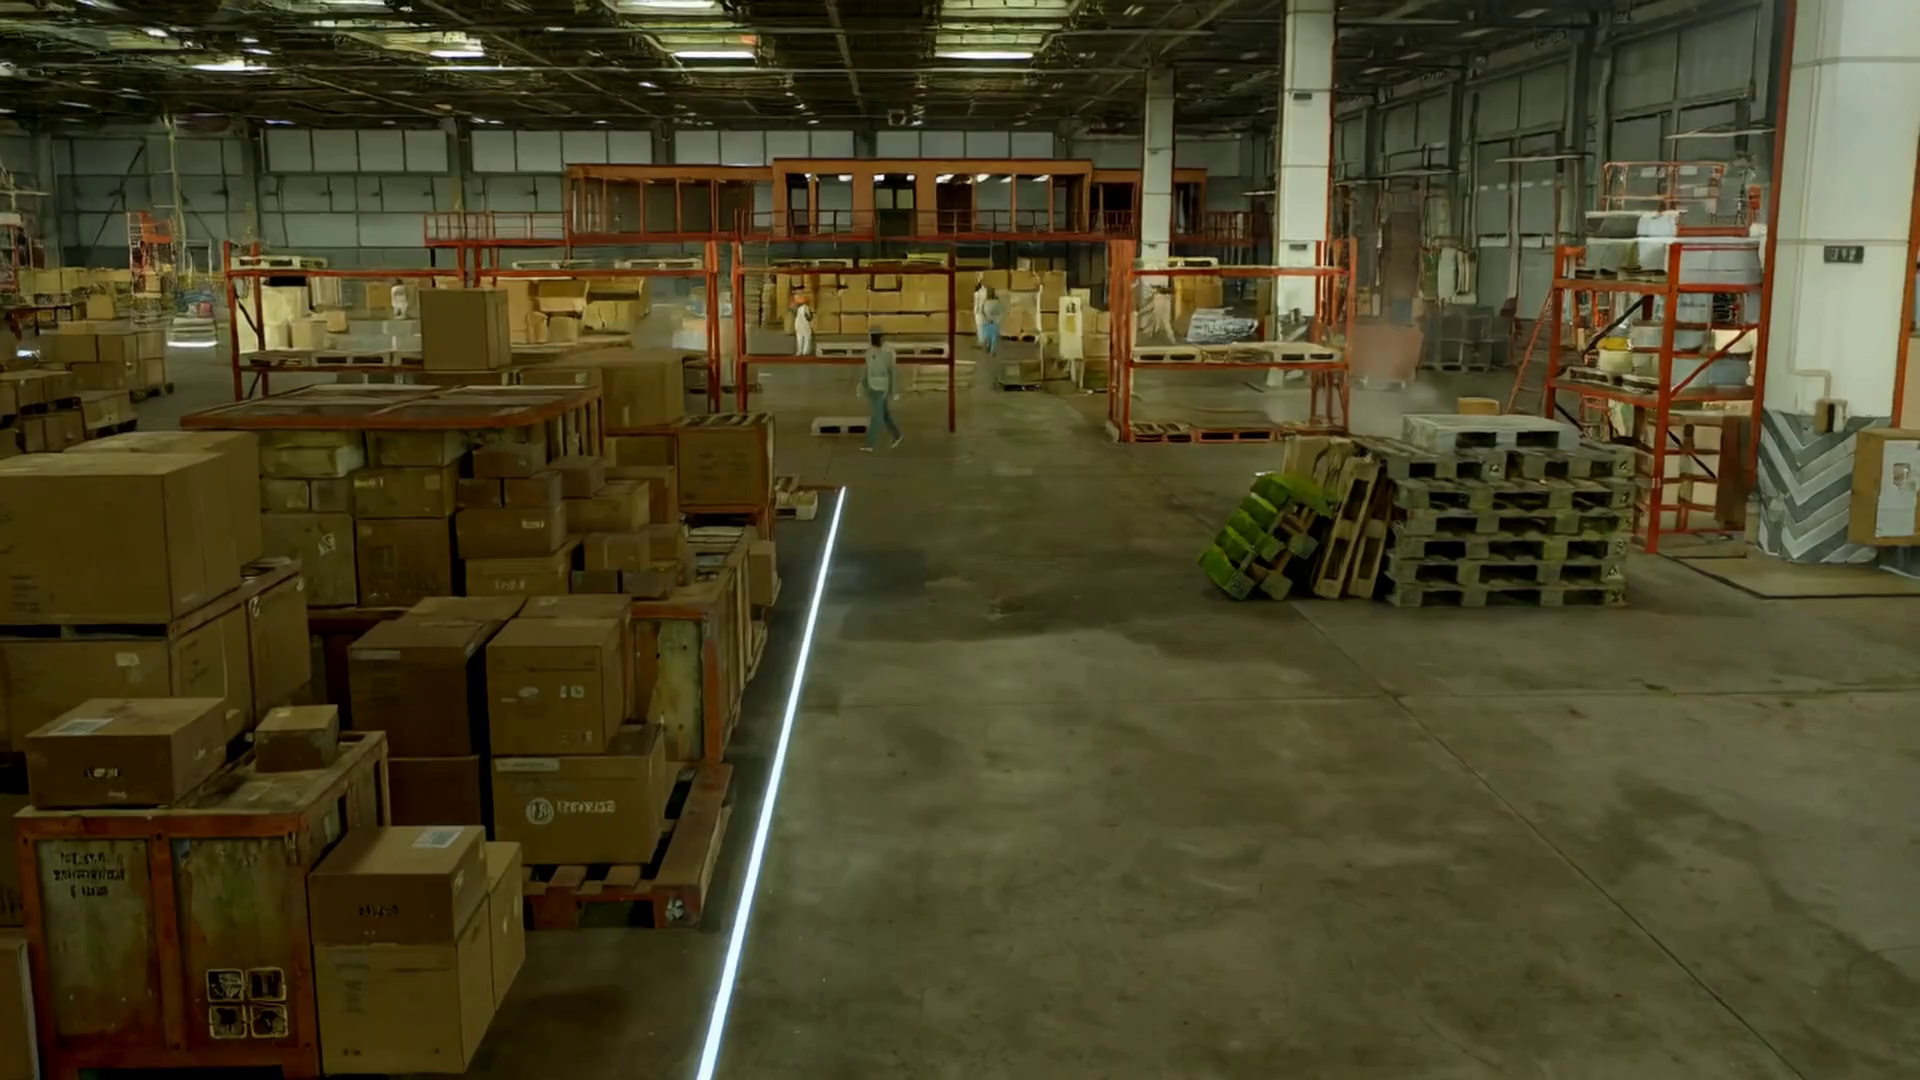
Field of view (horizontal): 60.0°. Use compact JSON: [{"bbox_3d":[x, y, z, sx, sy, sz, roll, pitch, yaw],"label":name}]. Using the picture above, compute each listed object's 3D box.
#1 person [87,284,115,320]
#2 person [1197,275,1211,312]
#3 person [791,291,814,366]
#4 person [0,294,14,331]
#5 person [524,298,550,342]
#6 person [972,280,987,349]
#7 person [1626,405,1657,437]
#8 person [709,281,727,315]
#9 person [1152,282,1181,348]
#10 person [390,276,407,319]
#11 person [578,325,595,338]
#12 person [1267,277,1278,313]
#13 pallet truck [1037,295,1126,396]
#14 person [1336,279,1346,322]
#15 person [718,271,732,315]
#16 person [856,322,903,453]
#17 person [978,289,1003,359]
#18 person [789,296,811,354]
[{"bbox_3d":[-21.332,-5.365,41.332,0.611,1.996,0.387,-5,11,-28],"label":"person"},{"bbox_3d":[10.456,-10.761,71.429,0.613,1.986,0.409,4,11,19],"label":"person"},{"bbox_3d":[-3.840,-5.138,40.538,0.548,1.823,0.466,1,10,4],"label":"person"},{"bbox_3d":[-21.441,-4.583,37.350,0.508,1.864,0.329,1,10,3],"label":"person"},{"bbox_3d":[-8.785,-4.091,34.583,0.520,1.873,0.335,-1,10,-8],"label":"person"},{"bbox_3d":[0.551,-6.420,47.373,0.372,1.940,0.630,4,11,23],"label":"person"},{"bbox_3d":[8.719,-1.656,20.959,0.540,1.908,0.956,-3,11,-17],"label":"person"},{"bbox_3d":[-6.810,-6.299,46.685,0.545,1.942,0.349,-2,10,-9],"label":"person"},{"bbox_3d":[5.728,-6.234,46.440,0.638,1.892,0.999,-10,14,-44],"label":"person"},{"bbox_3d":[-18.097,-7.541,53.615,0.543,1.939,0.360,-8,13,-38],"label":"person"},{"bbox_3d":[-5.049,-1.944,22.489,0.587,1.920,0.391,9,14,42],"label":"person"},{"bbox_3d":[12.689,-9.965,67.164,0.597,1.916,0.504,-2,10,-9],"label":"person"},{"bbox_3d":[2.483,-3.881,33.060,1.885,1.965,0.823,-7,13,-36],"label":"pallet truck"},{"bbox_3d":[12.025,-7.342,52.788,0.624,1.840,0.429,-7,13,-35],"label":"person"},{"bbox_3d":[-9.227,-9.607,65.315,0.605,1.866,0.415,1,10,7],"label":"person"},{"bbox_3d":[-1.152,-2.222,24.174,0.998,1.881,0.591,-9,14,-42],"label":"person"},{"bbox_3d":[0.723,-5.612,43.240,0.815,1.816,0.630,-8,13,-38],"label":"person"},{"bbox_3d":[-3.948,-5.241,41.433,0.493,1.715,0.782,9,14,41],"label":"person"}]
